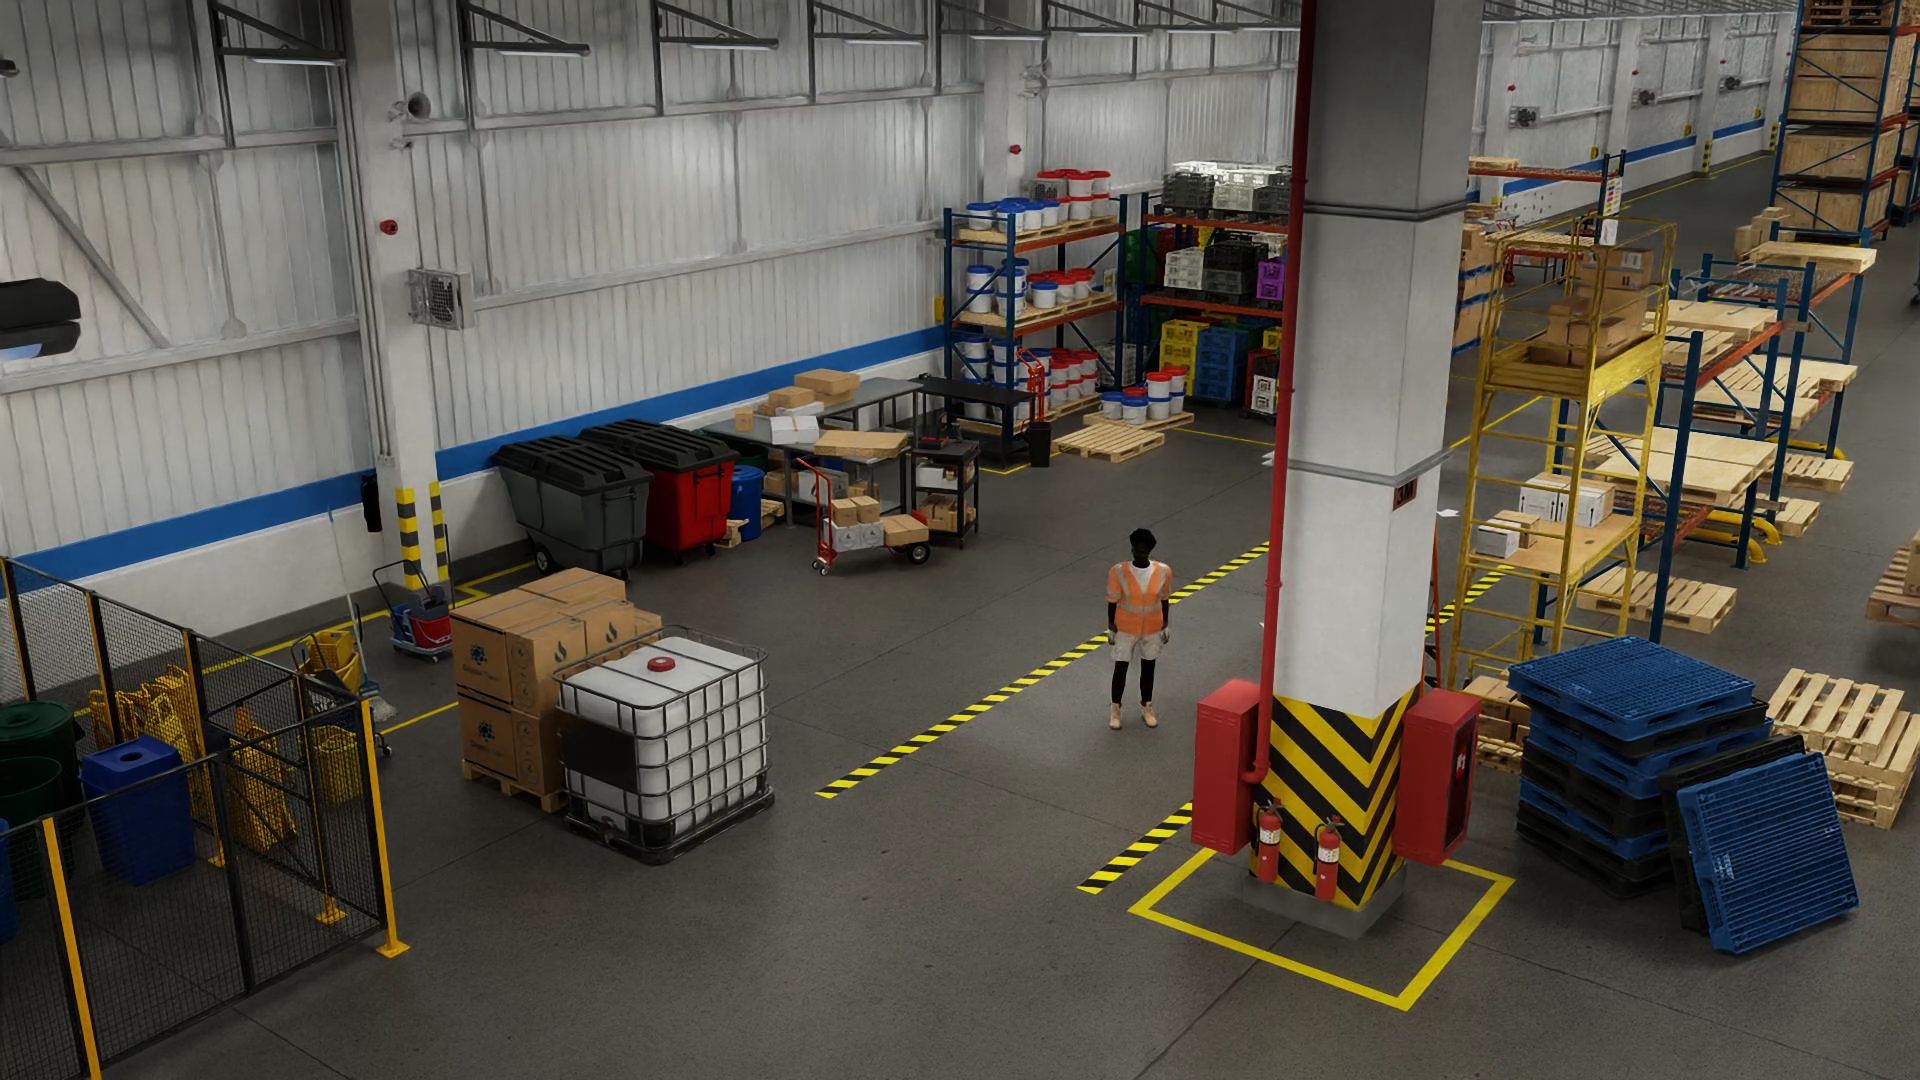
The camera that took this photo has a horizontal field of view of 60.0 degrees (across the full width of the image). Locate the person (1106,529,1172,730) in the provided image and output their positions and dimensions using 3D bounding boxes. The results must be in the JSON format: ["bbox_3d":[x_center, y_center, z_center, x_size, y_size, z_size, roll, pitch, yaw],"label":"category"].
[{"bbox_3d":[1.428,0.709,13.324,0.539,1.694,0.318,-2,18,-7],"label":"person"}]

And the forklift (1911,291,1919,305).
[{"bbox_3d":[19.221,-5.955,31.846,1.129,2.768,1.873,13,22,34],"label":"forklift"}]
